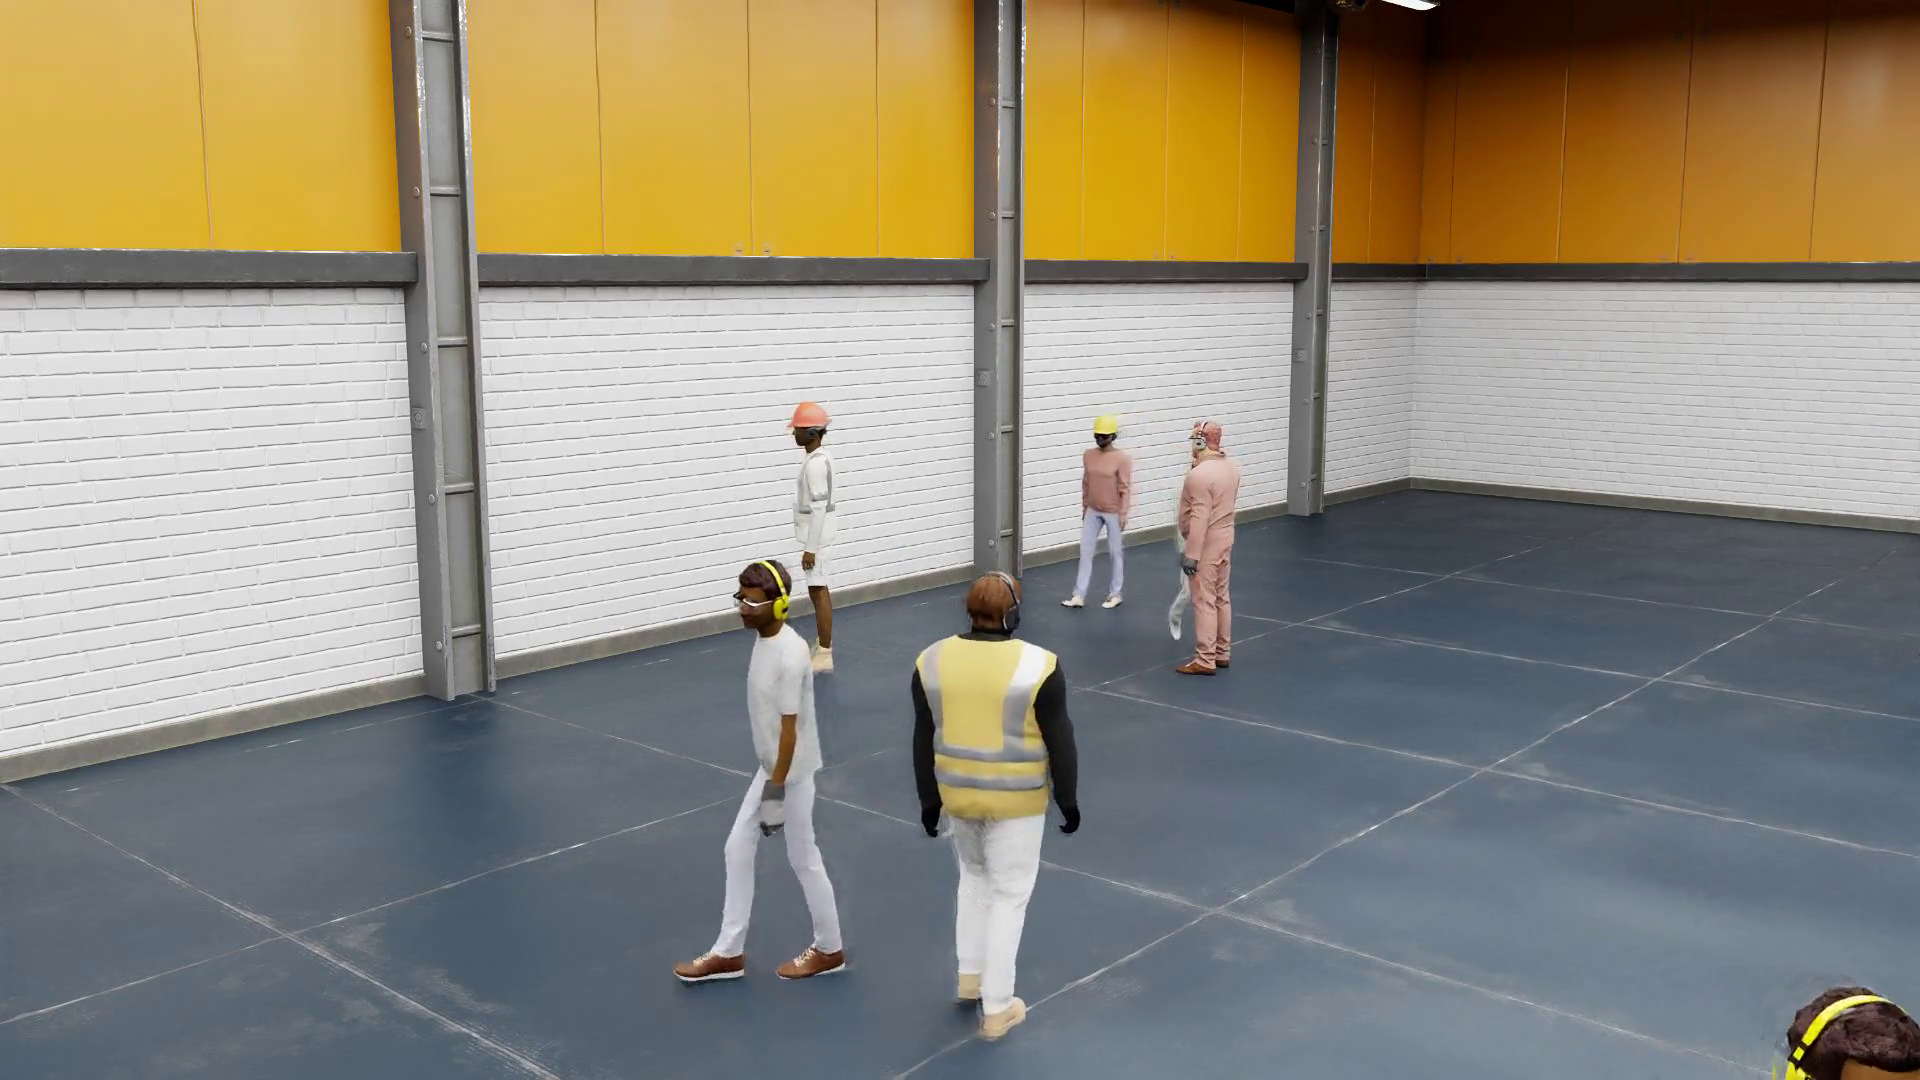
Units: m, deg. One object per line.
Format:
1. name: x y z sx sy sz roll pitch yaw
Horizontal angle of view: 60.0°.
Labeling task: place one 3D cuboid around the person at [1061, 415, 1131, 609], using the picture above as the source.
1. person: 1.225 -0.231 14.698 0.552 1.741 0.696 7 11 38

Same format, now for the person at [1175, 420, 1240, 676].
1. person: 1.828 0.055 12.435 0.403 1.906 0.652 6 11 32

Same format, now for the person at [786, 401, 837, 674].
1. person: -1.104 -0.017 12.450 0.368 2.047 0.606 0 9 -3

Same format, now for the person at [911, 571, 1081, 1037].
1. person: 0.163 1.025 6.628 0.637 1.825 0.586 5 10 27

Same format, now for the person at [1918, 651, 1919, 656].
1. person: 7.621 0.108 12.767 0.320 1.692 0.531 0 9 2

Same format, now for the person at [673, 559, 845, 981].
1. person: -0.841 0.981 6.847 0.848 1.830 0.547 -4 10 -22

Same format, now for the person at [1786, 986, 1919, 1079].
1. person: 1.446 1.612 2.870 0.521 1.847 0.841 -2 9 -11

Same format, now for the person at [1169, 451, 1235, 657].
1. person: 1.911 0.081 13.158 0.523 1.616 0.687 -3 10 -19
